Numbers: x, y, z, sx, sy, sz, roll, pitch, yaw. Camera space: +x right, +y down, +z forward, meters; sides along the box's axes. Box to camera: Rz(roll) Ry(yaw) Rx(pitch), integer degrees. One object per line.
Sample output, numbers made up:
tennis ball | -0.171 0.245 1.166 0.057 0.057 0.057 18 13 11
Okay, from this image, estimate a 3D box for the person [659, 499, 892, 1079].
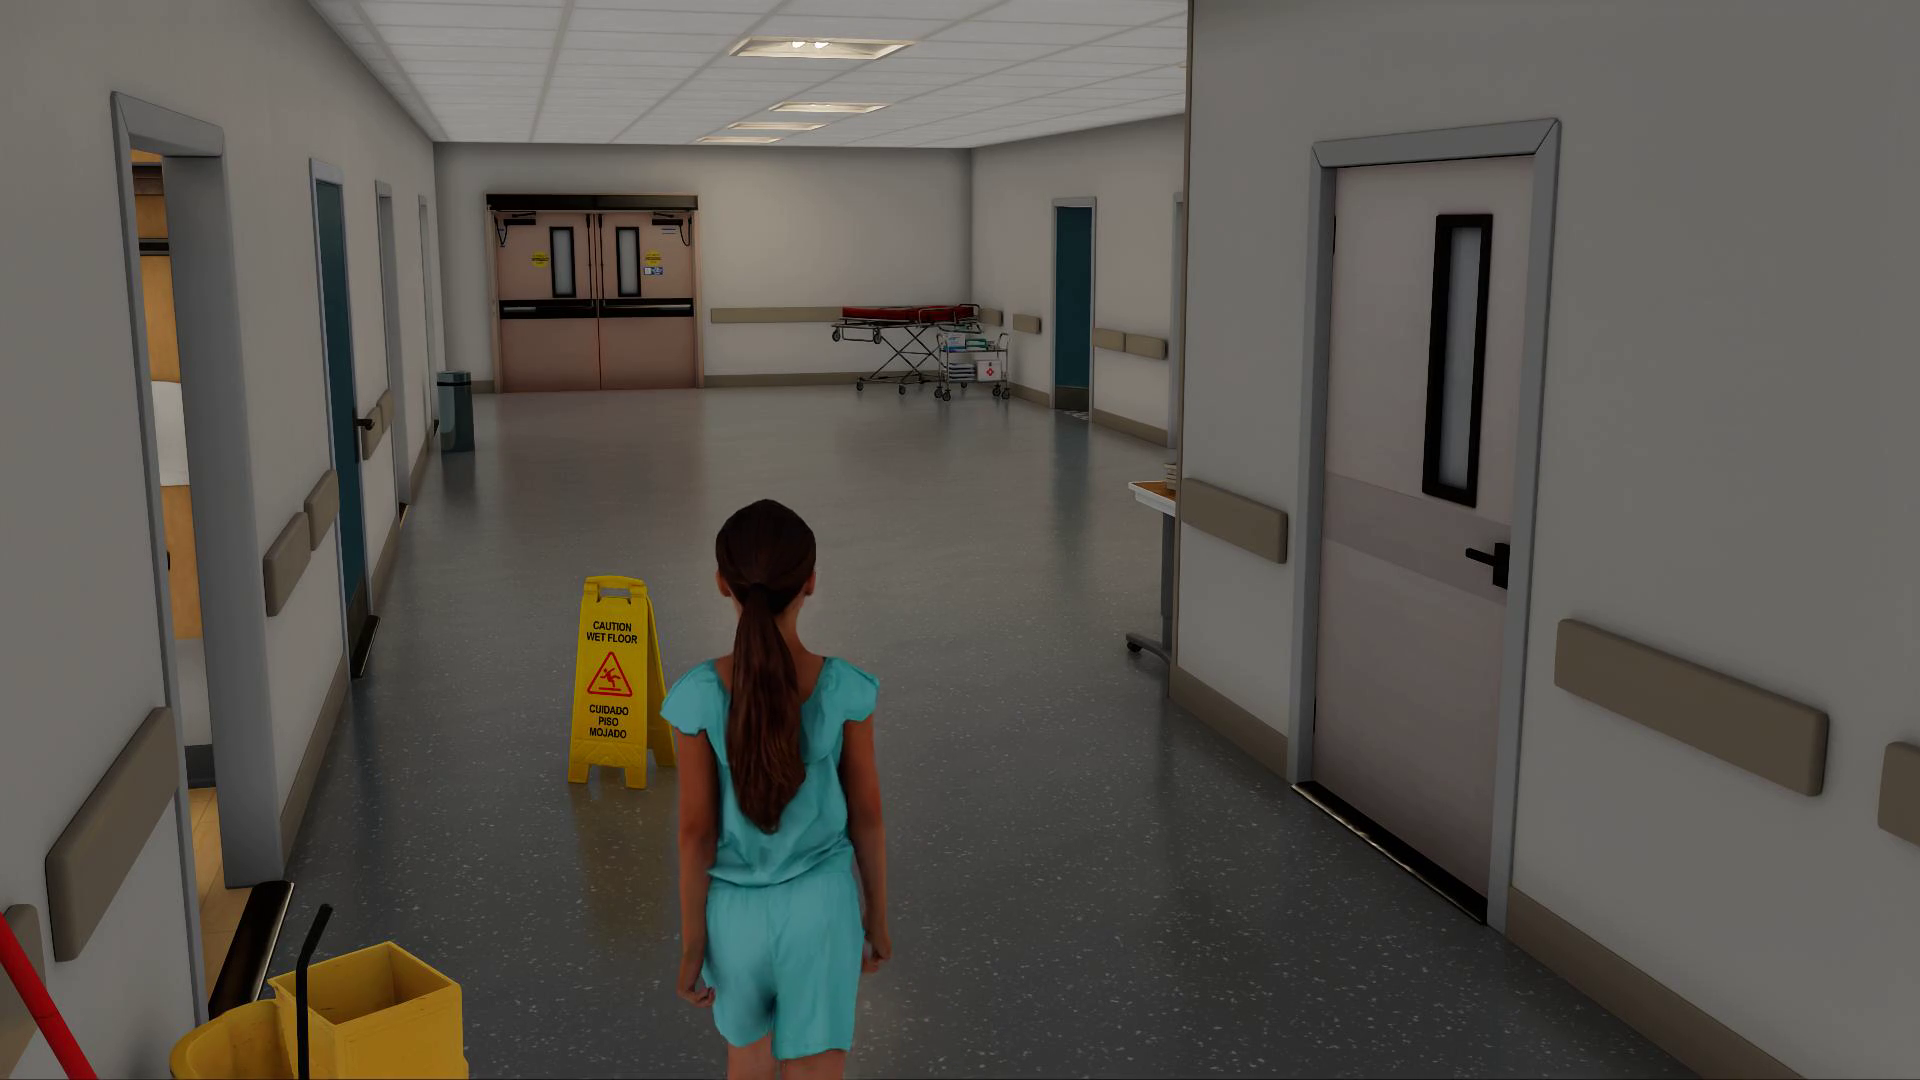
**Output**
person | -0.318 0.722 2.967 0.667 1.528 1.089 -1 11 -6
